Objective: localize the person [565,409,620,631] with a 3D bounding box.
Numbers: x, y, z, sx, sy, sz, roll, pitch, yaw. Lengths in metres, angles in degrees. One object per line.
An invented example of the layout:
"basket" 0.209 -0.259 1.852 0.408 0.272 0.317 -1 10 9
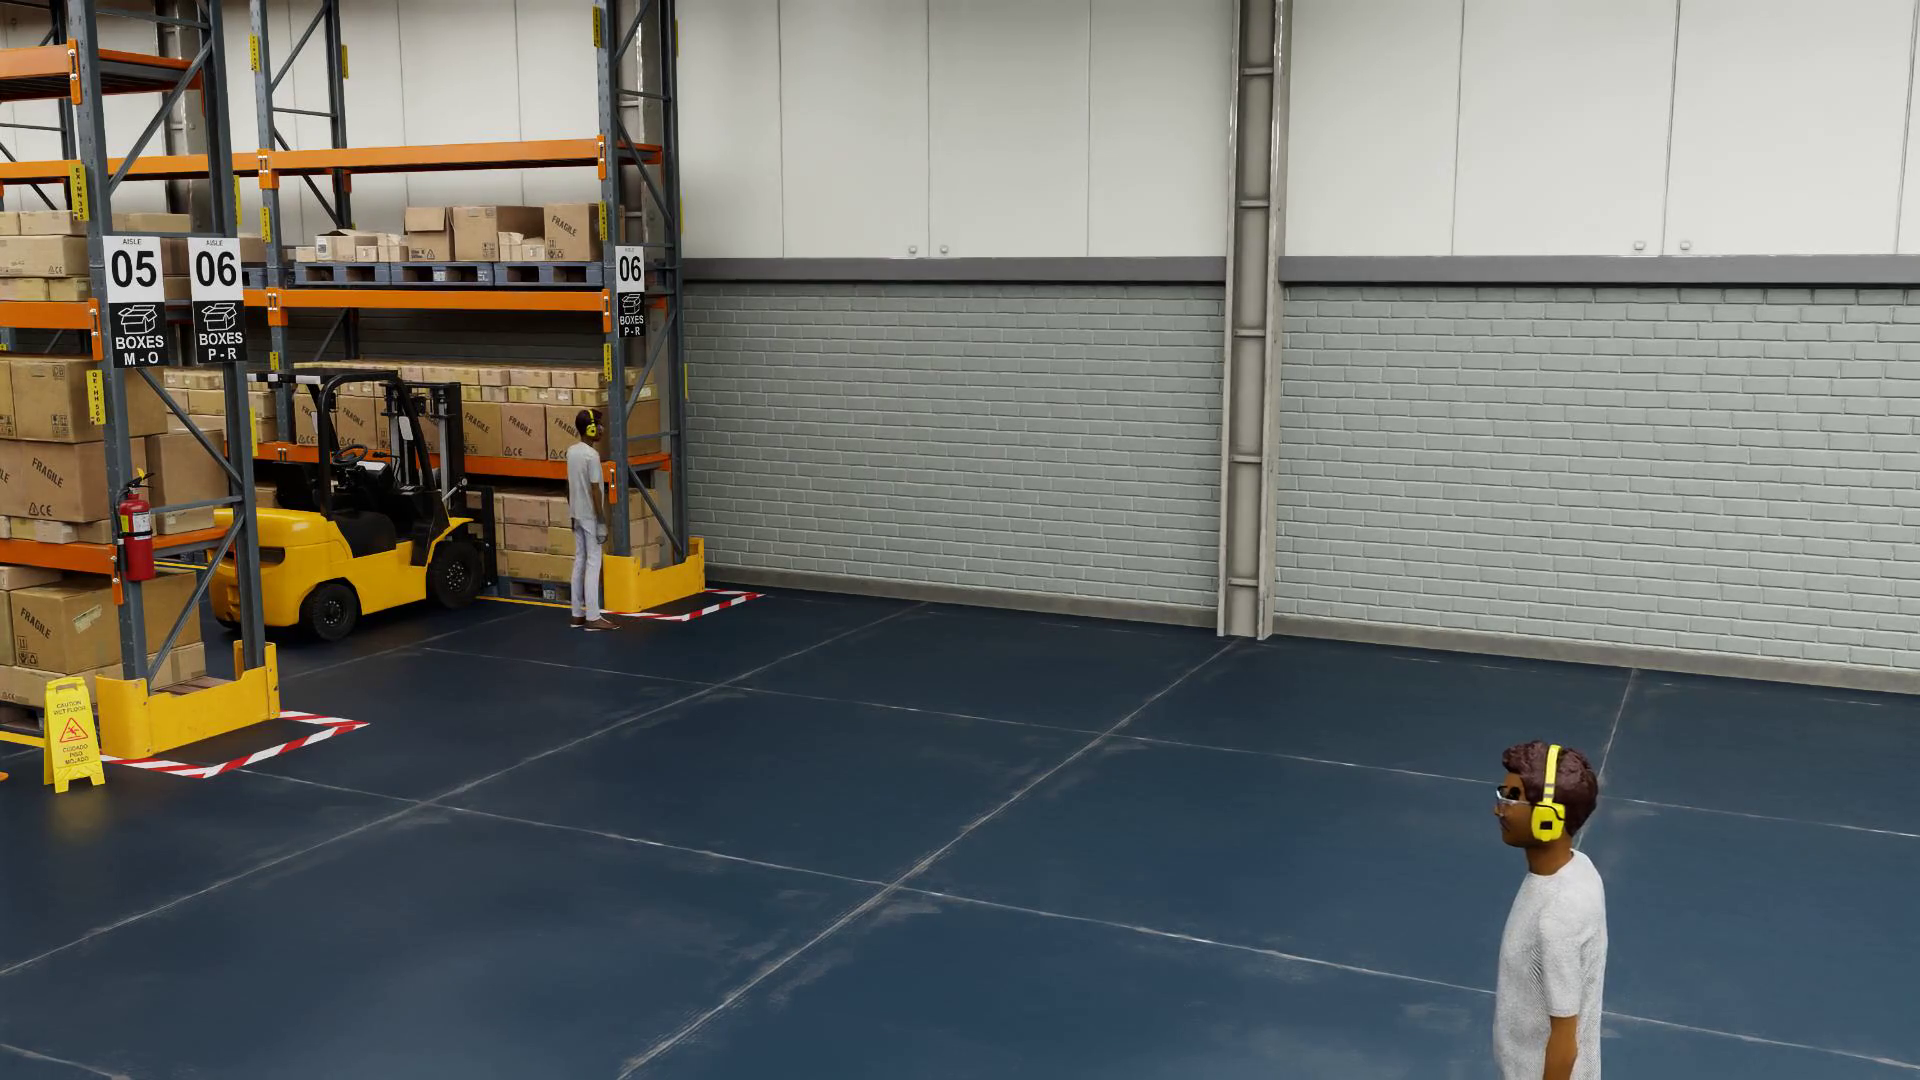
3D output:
"person" -3.125 -0.170 14.006 0.309 1.864 0.535 -8 12 -40

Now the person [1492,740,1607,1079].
"person" 1.452 1.421 4.236 0.328 1.872 0.514 3 10 18
